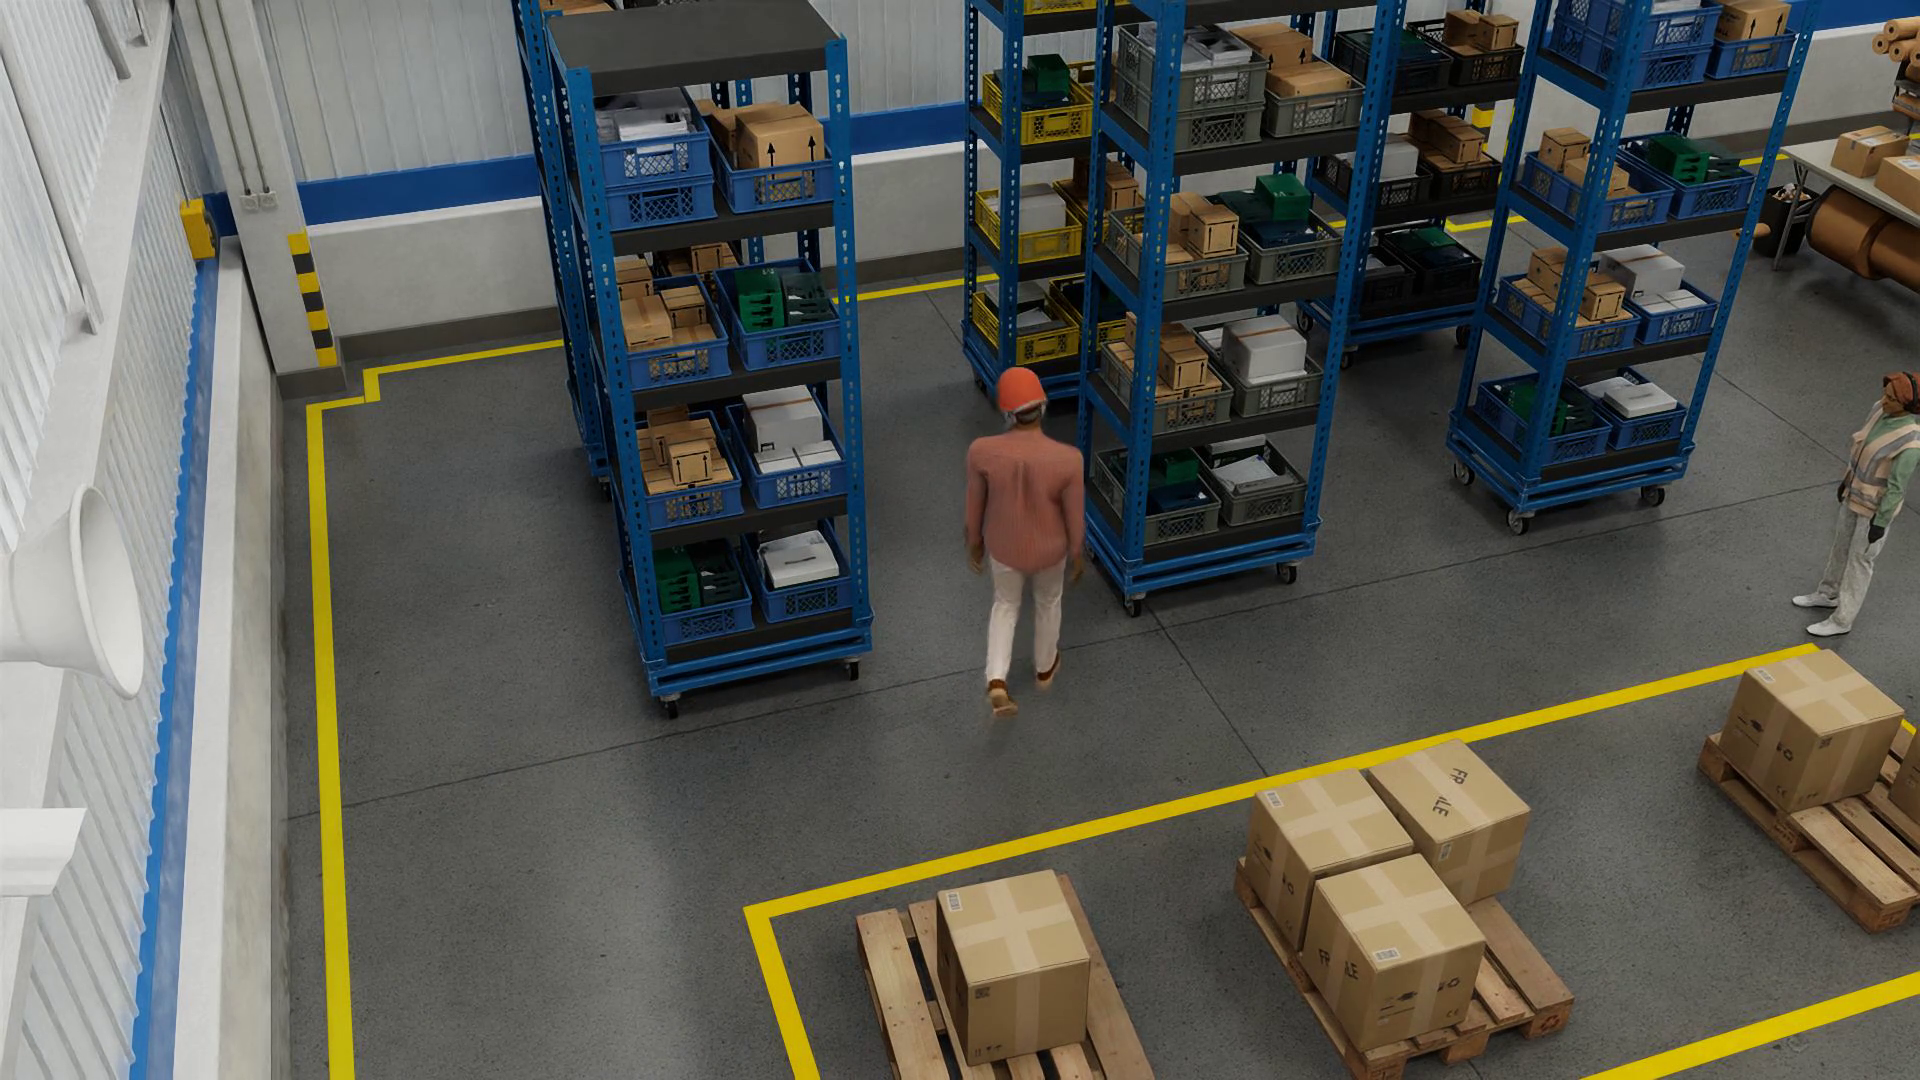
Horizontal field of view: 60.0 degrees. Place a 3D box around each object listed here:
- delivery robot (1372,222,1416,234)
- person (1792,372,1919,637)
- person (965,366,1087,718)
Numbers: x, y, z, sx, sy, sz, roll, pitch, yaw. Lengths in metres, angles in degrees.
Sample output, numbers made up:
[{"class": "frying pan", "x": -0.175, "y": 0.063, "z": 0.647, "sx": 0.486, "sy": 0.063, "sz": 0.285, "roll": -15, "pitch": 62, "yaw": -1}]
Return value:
[{"class": "delivery robot", "x": 3.425, "y": -2.254, "z": 12.904, "sx": 0.707, "sy": 0.478, "sz": 0.477, "roll": -7, "pitch": 36, "yaw": -10}, {"class": "person", "x": 4.994, "y": -0.202, "z": 9.146, "sx": 0.313, "sy": 1.634, "sz": 0.514, "roll": 3, "pitch": 35, "yaw": 4}, {"class": "person", "x": 0.327, "y": 0.054, "z": 8.509, "sx": 0.637, "sy": 1.957, "sz": 0.738, "roll": 7, "pitch": 36, "yaw": 9}]
